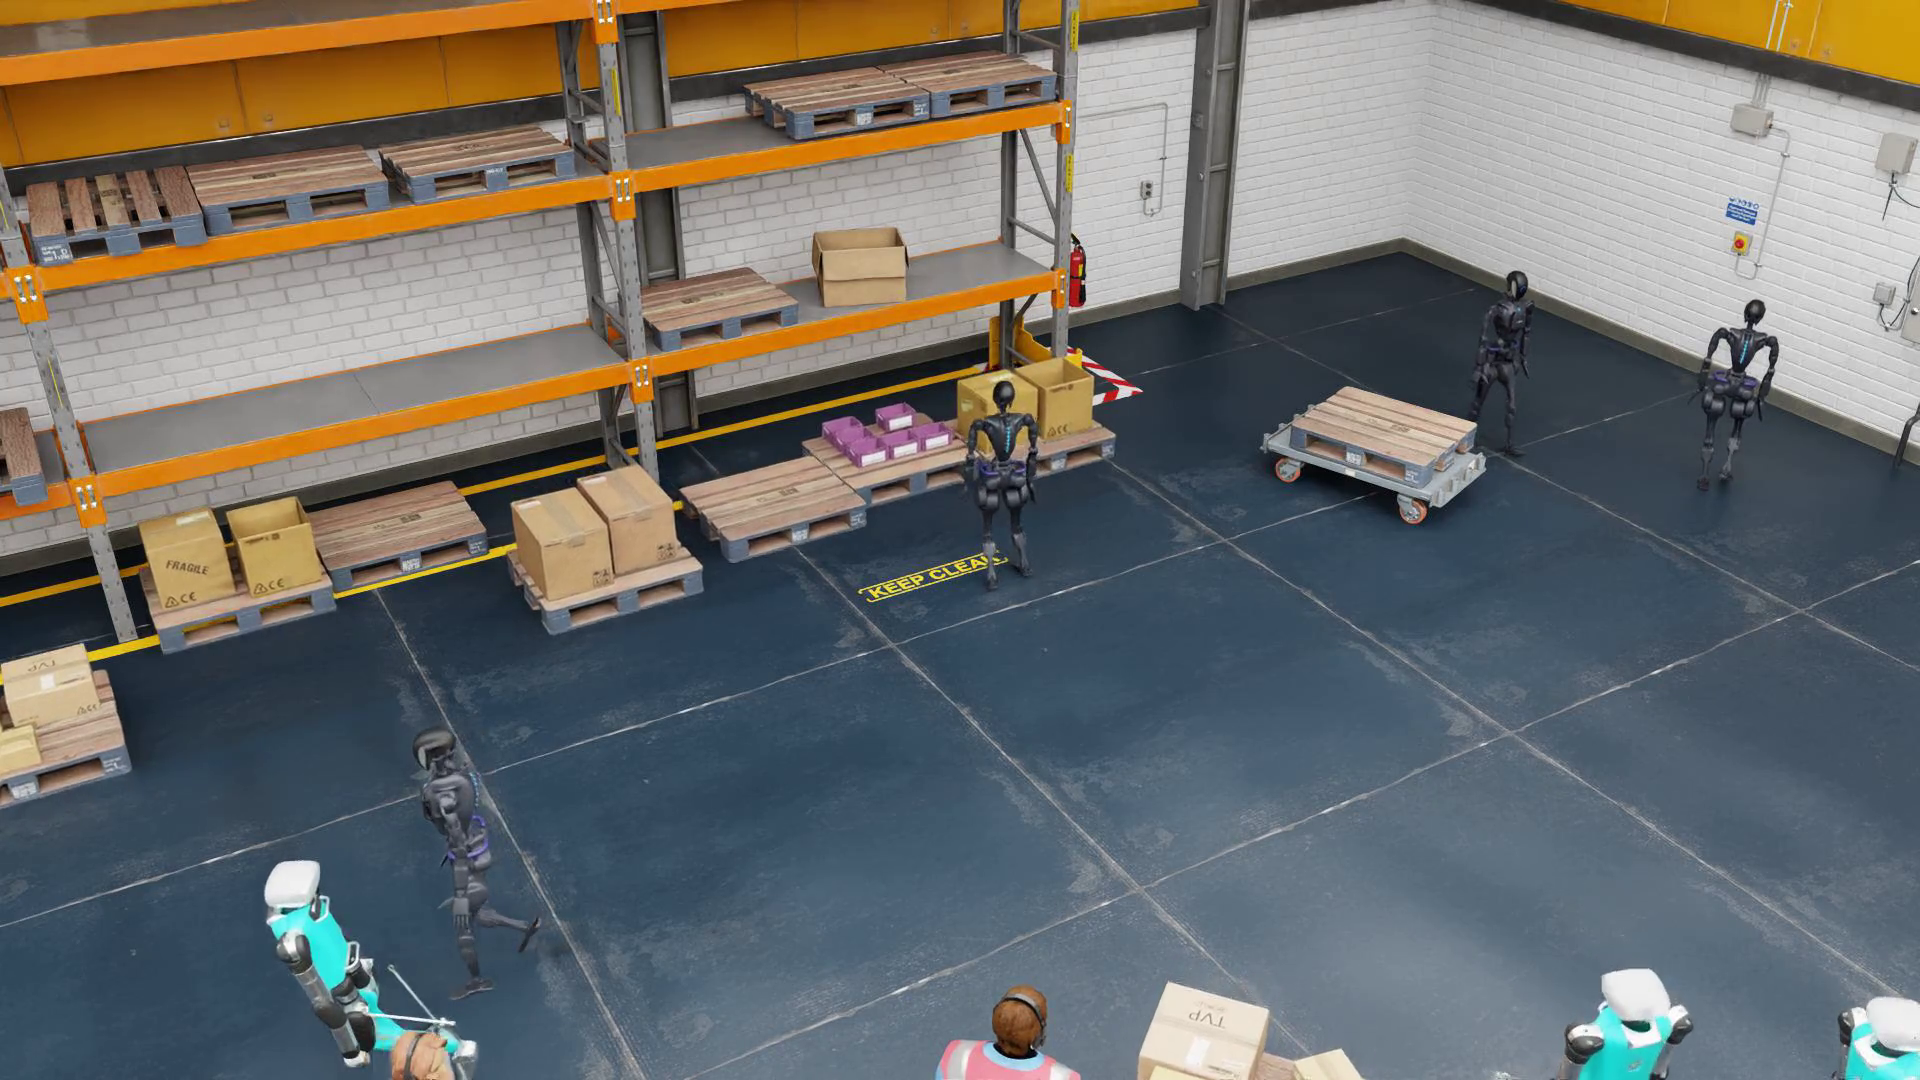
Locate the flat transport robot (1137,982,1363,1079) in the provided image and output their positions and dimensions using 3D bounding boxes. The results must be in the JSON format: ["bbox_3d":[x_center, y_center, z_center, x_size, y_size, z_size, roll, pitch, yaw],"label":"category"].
[{"bbox_3d":[1.350,2.983,7.694,0.659,0.231,1.431,11,31,19],"label":"flat transport robot"}]

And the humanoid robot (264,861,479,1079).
[{"bbox_3d":[-2.576,2.157,7.723,0.989,1.750,0.552,-7,30,-12],"label":"humanoid robot"}]

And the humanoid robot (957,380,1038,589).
[{"bbox_3d":[0.287,-0.408,12.282,0.601,1.652,0.351,-8,30,-14],"label":"humanoid robot"}]

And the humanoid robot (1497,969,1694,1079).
[{"bbox_3d":[2.649,2.418,7.256,0.544,1.819,0.801,-6,30,-11],"label":"humanoid robot"}]

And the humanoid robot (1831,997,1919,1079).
[{"bbox_3d":[3.887,2.619,6.877,0.742,1.807,0.553,-2,30,-4],"label":"humanoid robot"}]

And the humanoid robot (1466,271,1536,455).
[{"bbox_3d":[4.652,-1.512,14.232,0.599,1.636,0.647,-13,32,-21],"label":"humanoid robot"}]

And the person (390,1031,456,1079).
[{"bbox_3d":[-2.117,2.662,6.914,0.781,1.597,0.532,3,30,6],"label":"person"}]

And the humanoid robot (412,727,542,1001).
[{"bbox_3d":[-2.499,1.666,8.610,0.549,1.642,0.611,-10,31,-17],"label":"humanoid robot"}]

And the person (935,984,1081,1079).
[{"bbox_3d":[0.217,2.563,6.853,0.629,1.837,0.431,9,31,16],"label":"person"}]

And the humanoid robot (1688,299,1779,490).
[{"bbox_3d":[6.332,-1.204,13.675,0.585,1.652,0.368,11,31,19],"label":"humanoid robot"}]
